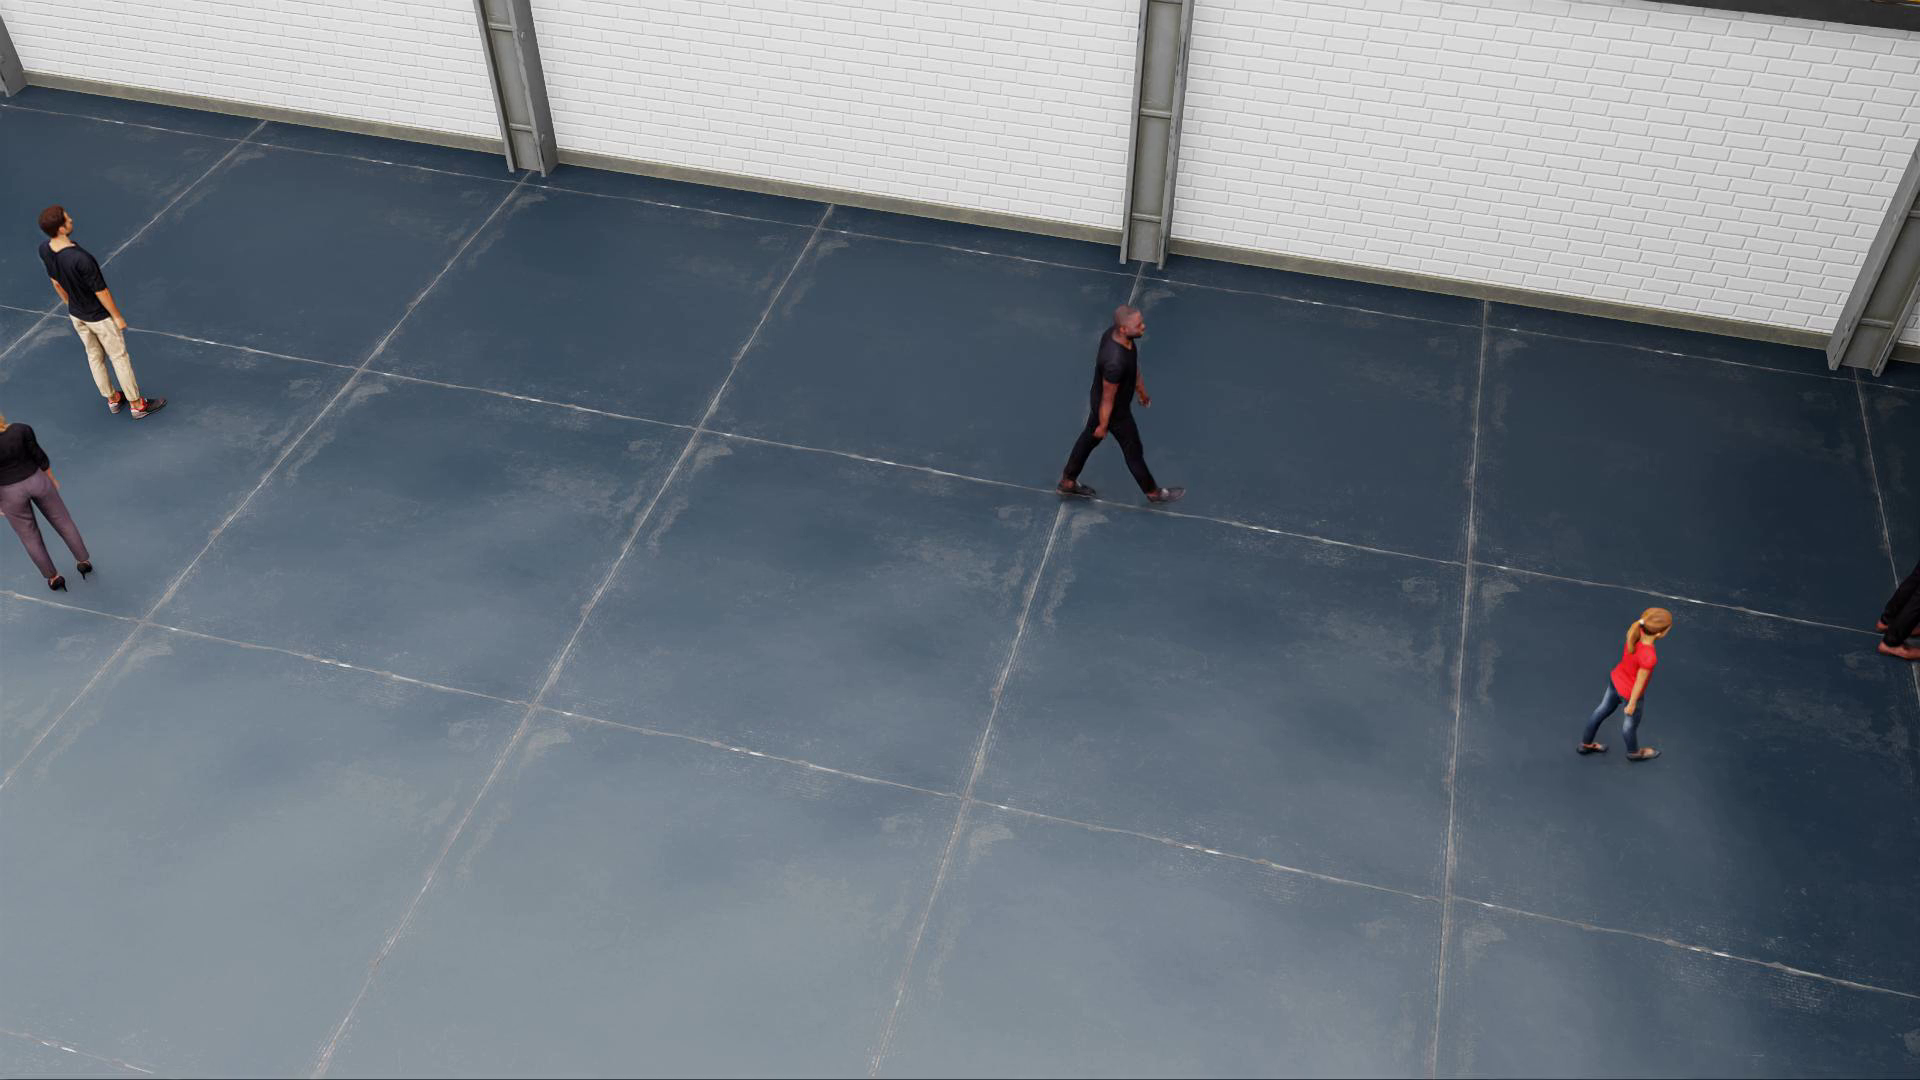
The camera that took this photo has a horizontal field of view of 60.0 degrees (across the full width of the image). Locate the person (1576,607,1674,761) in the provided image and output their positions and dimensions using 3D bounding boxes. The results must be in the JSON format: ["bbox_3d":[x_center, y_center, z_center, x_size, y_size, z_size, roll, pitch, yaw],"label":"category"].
[{"bbox_3d":[4.125,0.914,10.422,0.793,1.302,0.638,-1,44,-2],"label":"person"}]

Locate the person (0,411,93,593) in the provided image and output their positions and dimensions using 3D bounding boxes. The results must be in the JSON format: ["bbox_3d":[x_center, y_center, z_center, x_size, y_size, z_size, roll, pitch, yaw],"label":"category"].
[{"bbox_3d":[-6.414,-0.309,11.438,0.677,1.672,0.687,-34,53,-31],"label":"person"}]

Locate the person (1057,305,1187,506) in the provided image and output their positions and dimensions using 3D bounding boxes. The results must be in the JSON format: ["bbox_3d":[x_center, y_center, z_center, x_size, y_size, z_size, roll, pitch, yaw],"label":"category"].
[{"bbox_3d":[1.005,-0.952,12.044,1.235,1.765,0.800,4,44,4],"label":"person"}]

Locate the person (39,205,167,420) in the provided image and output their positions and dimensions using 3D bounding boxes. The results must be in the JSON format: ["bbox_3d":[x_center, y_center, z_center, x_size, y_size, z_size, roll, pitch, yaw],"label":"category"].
[{"bbox_3d":[-6.692,-1.750,12.816,0.500,1.856,0.733,15,46,16],"label":"person"}]
